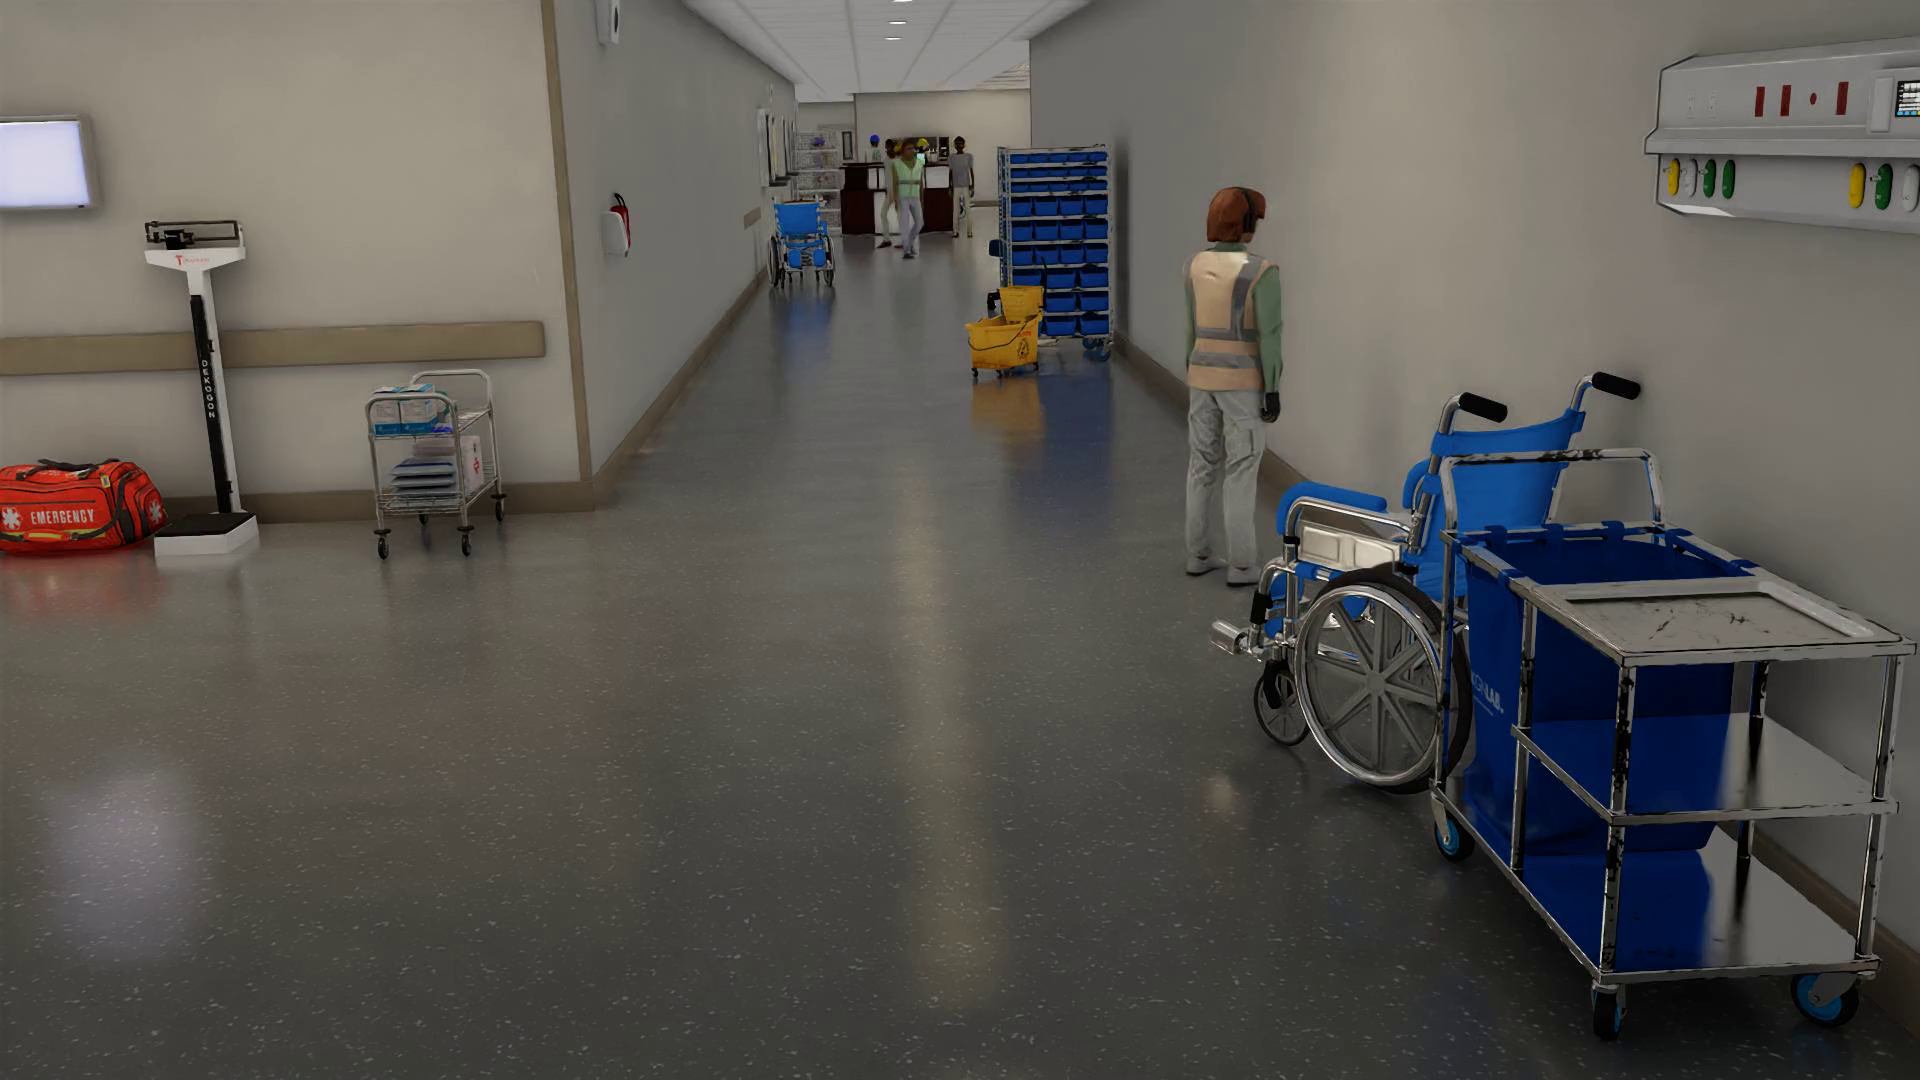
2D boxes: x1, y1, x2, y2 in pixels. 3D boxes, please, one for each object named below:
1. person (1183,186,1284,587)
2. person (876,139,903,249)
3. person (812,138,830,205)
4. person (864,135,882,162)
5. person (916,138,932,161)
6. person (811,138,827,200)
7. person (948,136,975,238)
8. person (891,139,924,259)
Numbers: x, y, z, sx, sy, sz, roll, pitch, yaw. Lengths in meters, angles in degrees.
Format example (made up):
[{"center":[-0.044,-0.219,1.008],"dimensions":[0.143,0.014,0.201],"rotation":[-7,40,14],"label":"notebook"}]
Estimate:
[{"center":[1.114,-0.622,6.861],"dimensions":[0.312,1.635,0.521],"rotation":[-12,17,-37],"label":"person"},{"center":[-1.191,-5.851,28.188],"dimensions":[0.552,1.838,0.716],"rotation":[12,19,44],"label":"person"},{"center":[-3.839,-10.105,45.832],"dimensions":[0.544,1.920,0.584],"rotation":[10,18,39],"label":"person"},{"center":[-2.181,-9.393,42.639],"dimensions":[0.406,1.945,0.614],"rotation":[-13,18,-40],"label":"person"},{"center":[-0.841,-8.576,39.394],"dimensions":[0.403,1.827,0.590],"rotation":[-3,14,-5],"label":"person"},{"center":[-3.712,-9.544,43.506],"dimensions":[0.524,1.919,0.612],"rotation":[-6,14,-19],"label":"person"},{"center":[0.028,-6.527,30.798],"dimensions":[0.505,1.861,0.330],"rotation":[1,14,11],"label":"person"},{"center":[-0.814,-5.312,25.957],"dimensions":[0.579,1.834,0.440],"rotation":[-10,16,-30],"label":"person"}]
